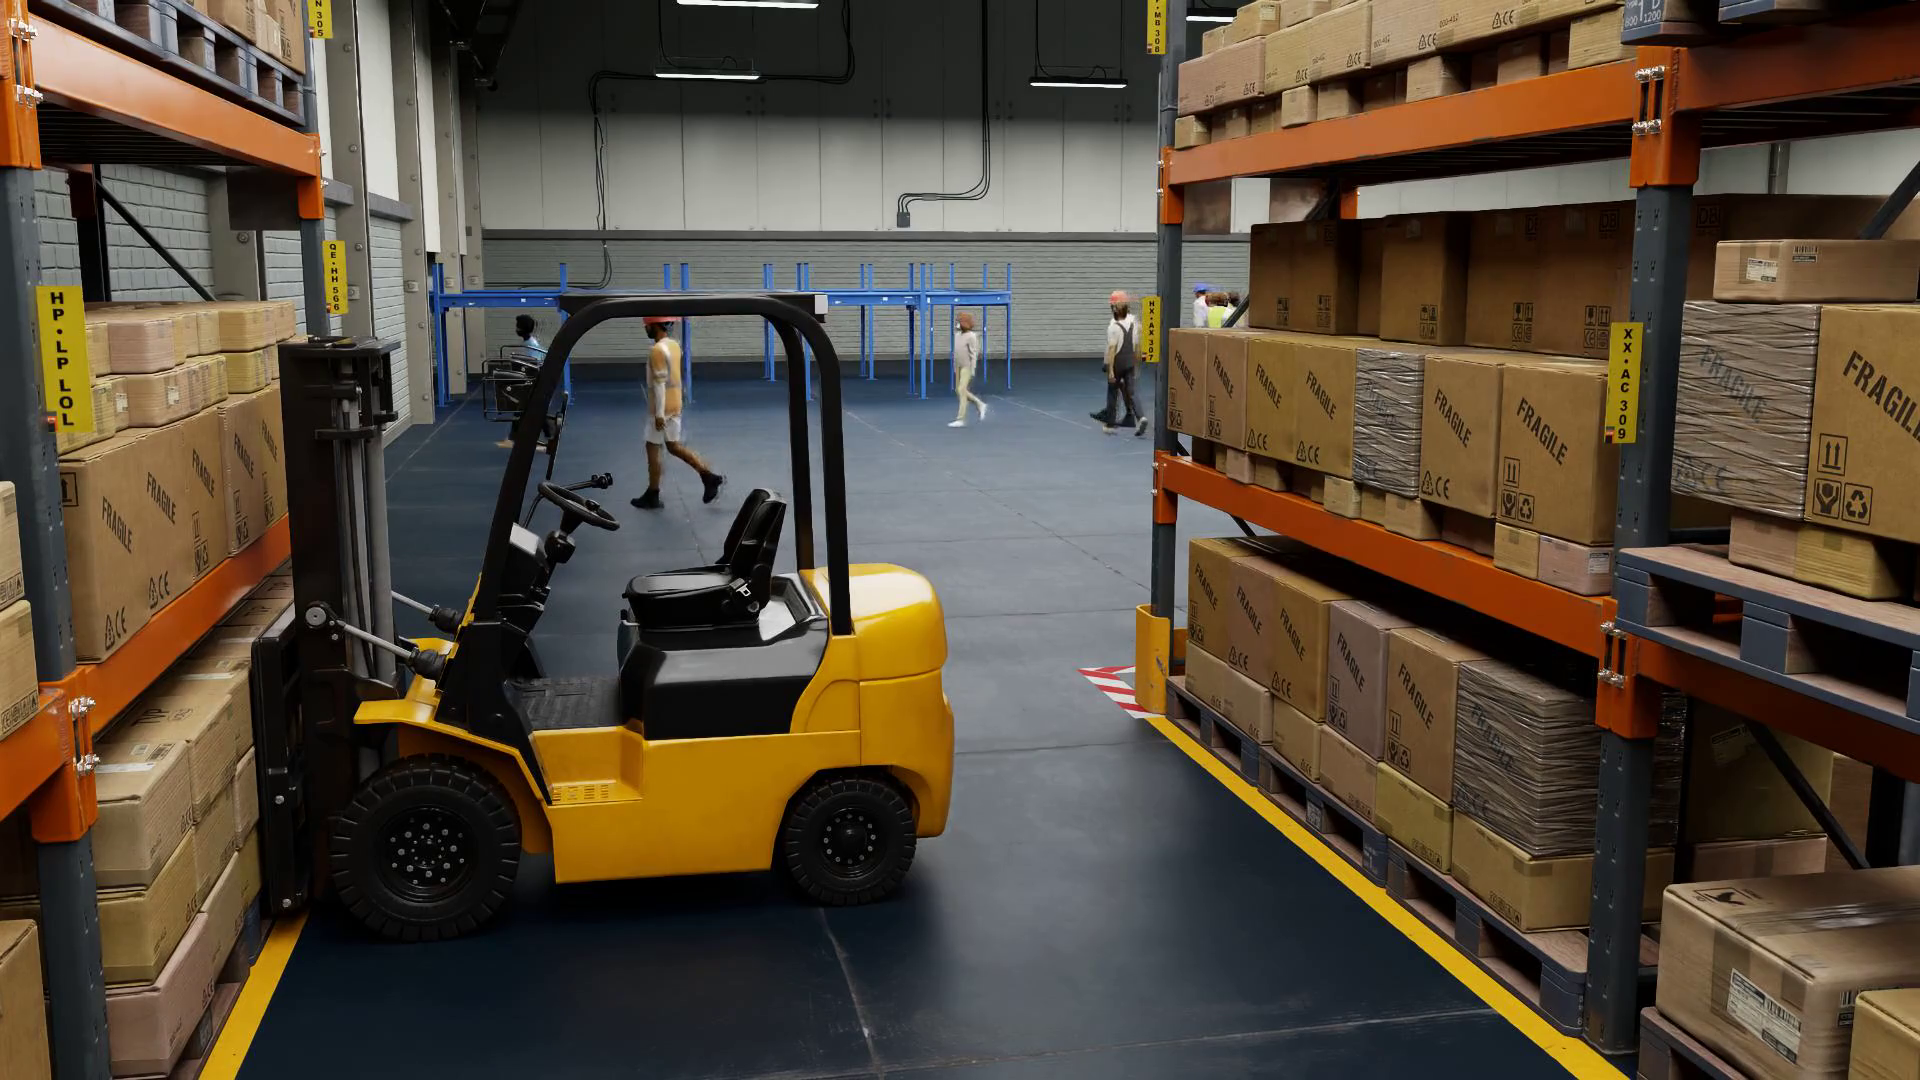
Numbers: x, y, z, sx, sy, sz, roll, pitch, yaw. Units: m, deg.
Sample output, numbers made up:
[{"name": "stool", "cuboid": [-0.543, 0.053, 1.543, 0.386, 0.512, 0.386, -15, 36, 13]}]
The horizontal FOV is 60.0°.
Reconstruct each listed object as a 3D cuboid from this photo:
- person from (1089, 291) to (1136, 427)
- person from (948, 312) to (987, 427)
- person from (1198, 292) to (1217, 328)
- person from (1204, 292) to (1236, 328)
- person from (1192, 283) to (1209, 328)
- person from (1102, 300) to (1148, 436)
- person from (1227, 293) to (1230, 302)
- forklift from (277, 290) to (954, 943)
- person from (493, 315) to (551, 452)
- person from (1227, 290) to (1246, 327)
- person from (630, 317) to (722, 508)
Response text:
[{"name": "person", "cuboid": [2.167, -2.581, 23.705, 0.858, 1.902, 0.565, 5, 11, 29]}, {"name": "person", "cuboid": [0.107, -2.428, 23.619, 0.618, 1.613, 0.511, -5, 11, -30]}, {"name": "person", "cuboid": [4.518, -3.532, 29.783, 0.580, 1.813, 0.901, -5, 10, -27]}, {"name": "person", "cuboid": [4.373, -3.222, 27.835, 0.431, 1.836, 0.618, -9, 13, -42]}, {"name": "person", "cuboid": [4.954, -4.408, 34.788, 0.622, 1.911, 0.886, -9, 13, -44]}, {"name": "person", "cuboid": [2.211, -2.300, 22.253, 0.524, 1.819, 0.844, -5, 11, -29]}, {"name": "person", "cuboid": [6.709, -5.301, 41.083, 0.375, 1.624, 0.542, 3, 10, 15]}, {"name": "forklift", "cuboid": [-1.179, 0.175, 6.143, 2.313, 2.155, 1.214, -2, 10, -12]}, {"name": "person", "cuboid": [-5.326, -1.886, 20.163, 0.770, 1.664, 0.545, -5, 11, -30]}, {"name": "person", "cuboid": [5.364, -3.965, 32.461, 0.460, 1.803, 0.766, 7, 12, 38]}, {"name": "person", "cuboid": [-2.683, -1.249, 15.558, 0.813, 1.918, 0.557, 2, 10, 12]}]
